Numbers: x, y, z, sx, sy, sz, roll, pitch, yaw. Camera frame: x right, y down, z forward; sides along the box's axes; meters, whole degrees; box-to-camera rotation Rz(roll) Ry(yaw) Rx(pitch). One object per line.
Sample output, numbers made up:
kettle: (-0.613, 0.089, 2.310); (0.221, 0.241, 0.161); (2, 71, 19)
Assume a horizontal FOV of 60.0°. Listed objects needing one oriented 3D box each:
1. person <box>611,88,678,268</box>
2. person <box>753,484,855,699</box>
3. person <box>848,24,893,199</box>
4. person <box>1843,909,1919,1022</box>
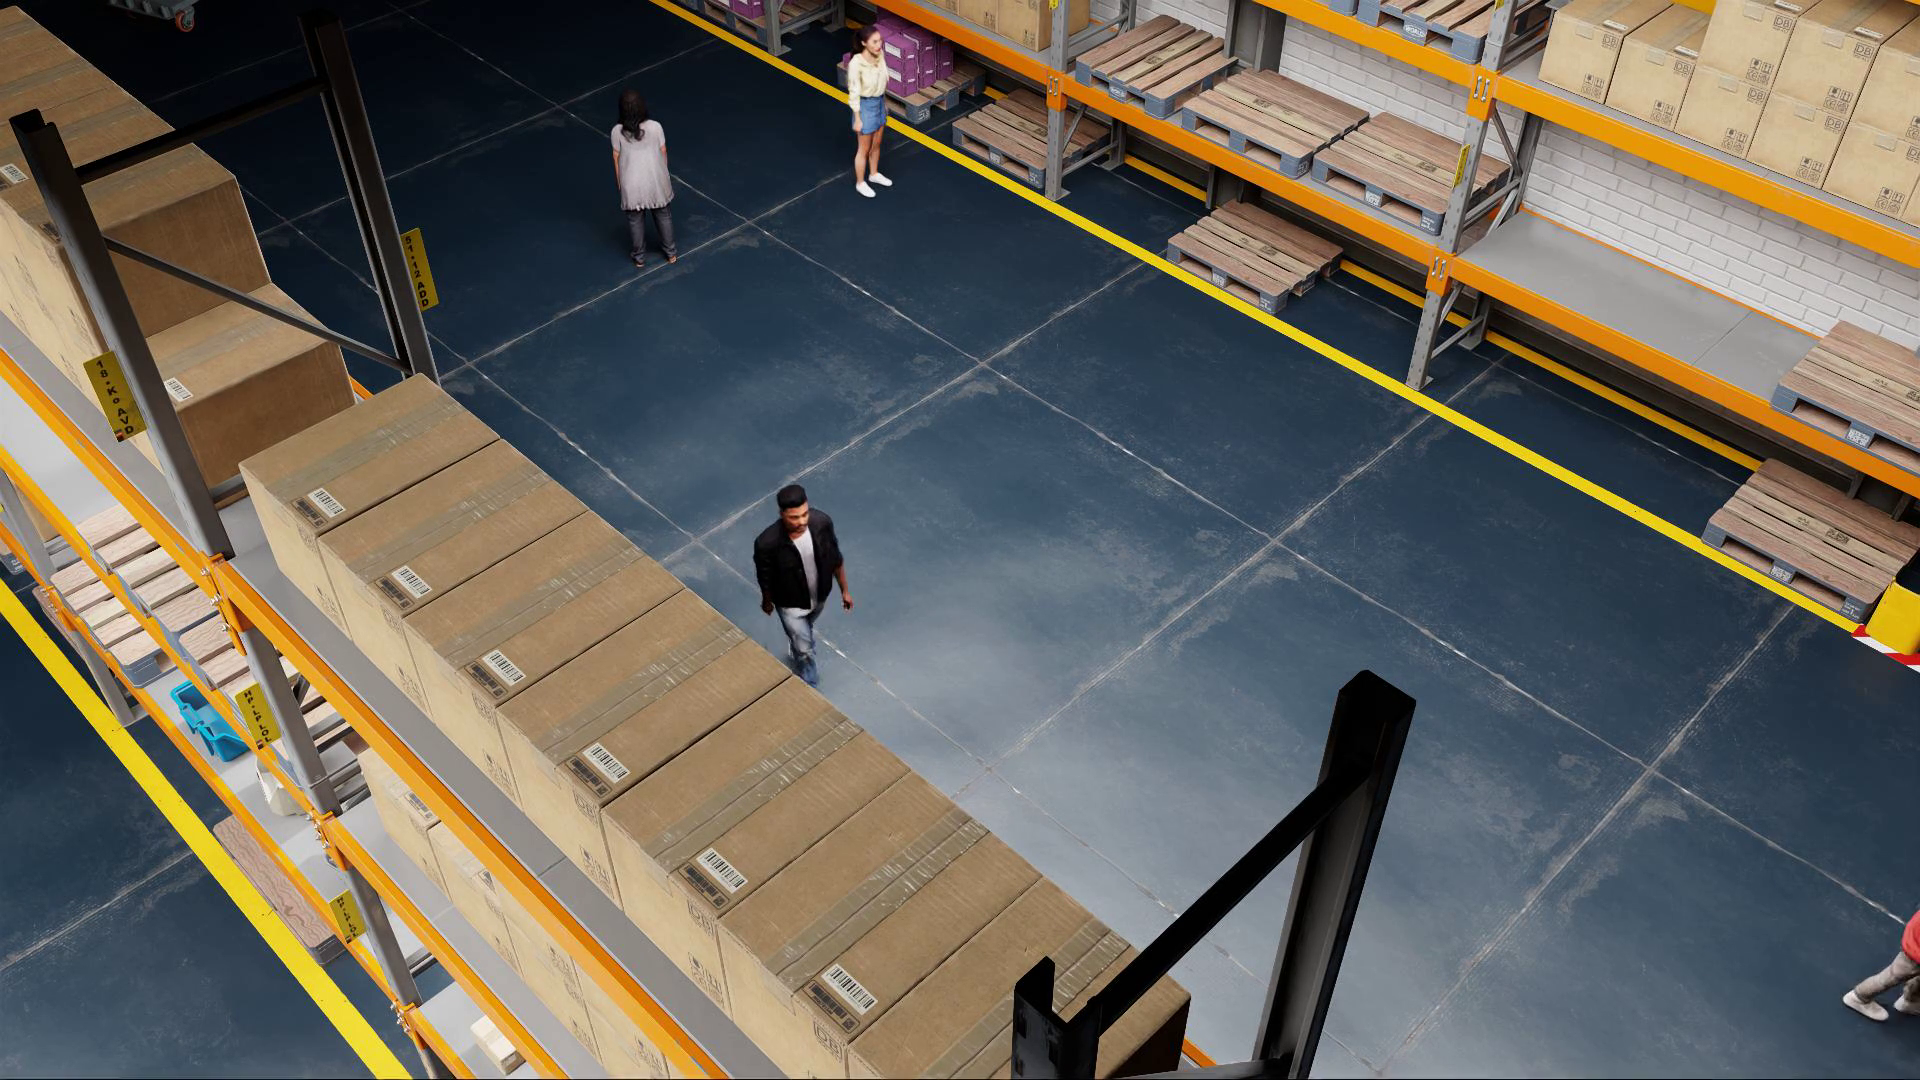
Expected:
person: (-2.725, -3.107, 14.303); (0.766, 1.603, 0.815); (-10, 45, -10)
person: (-1.068, 0.258, 10.646); (0.800, 1.776, 1.085); (-28, 50, -26)
person: (-0.825, -3.926, 15.143); (0.589, 1.631, 0.675); (27, 50, 25)
person: (5.121, 2.136, 8.946); (0.779, 1.402, 0.643); (21, 48, 21)
